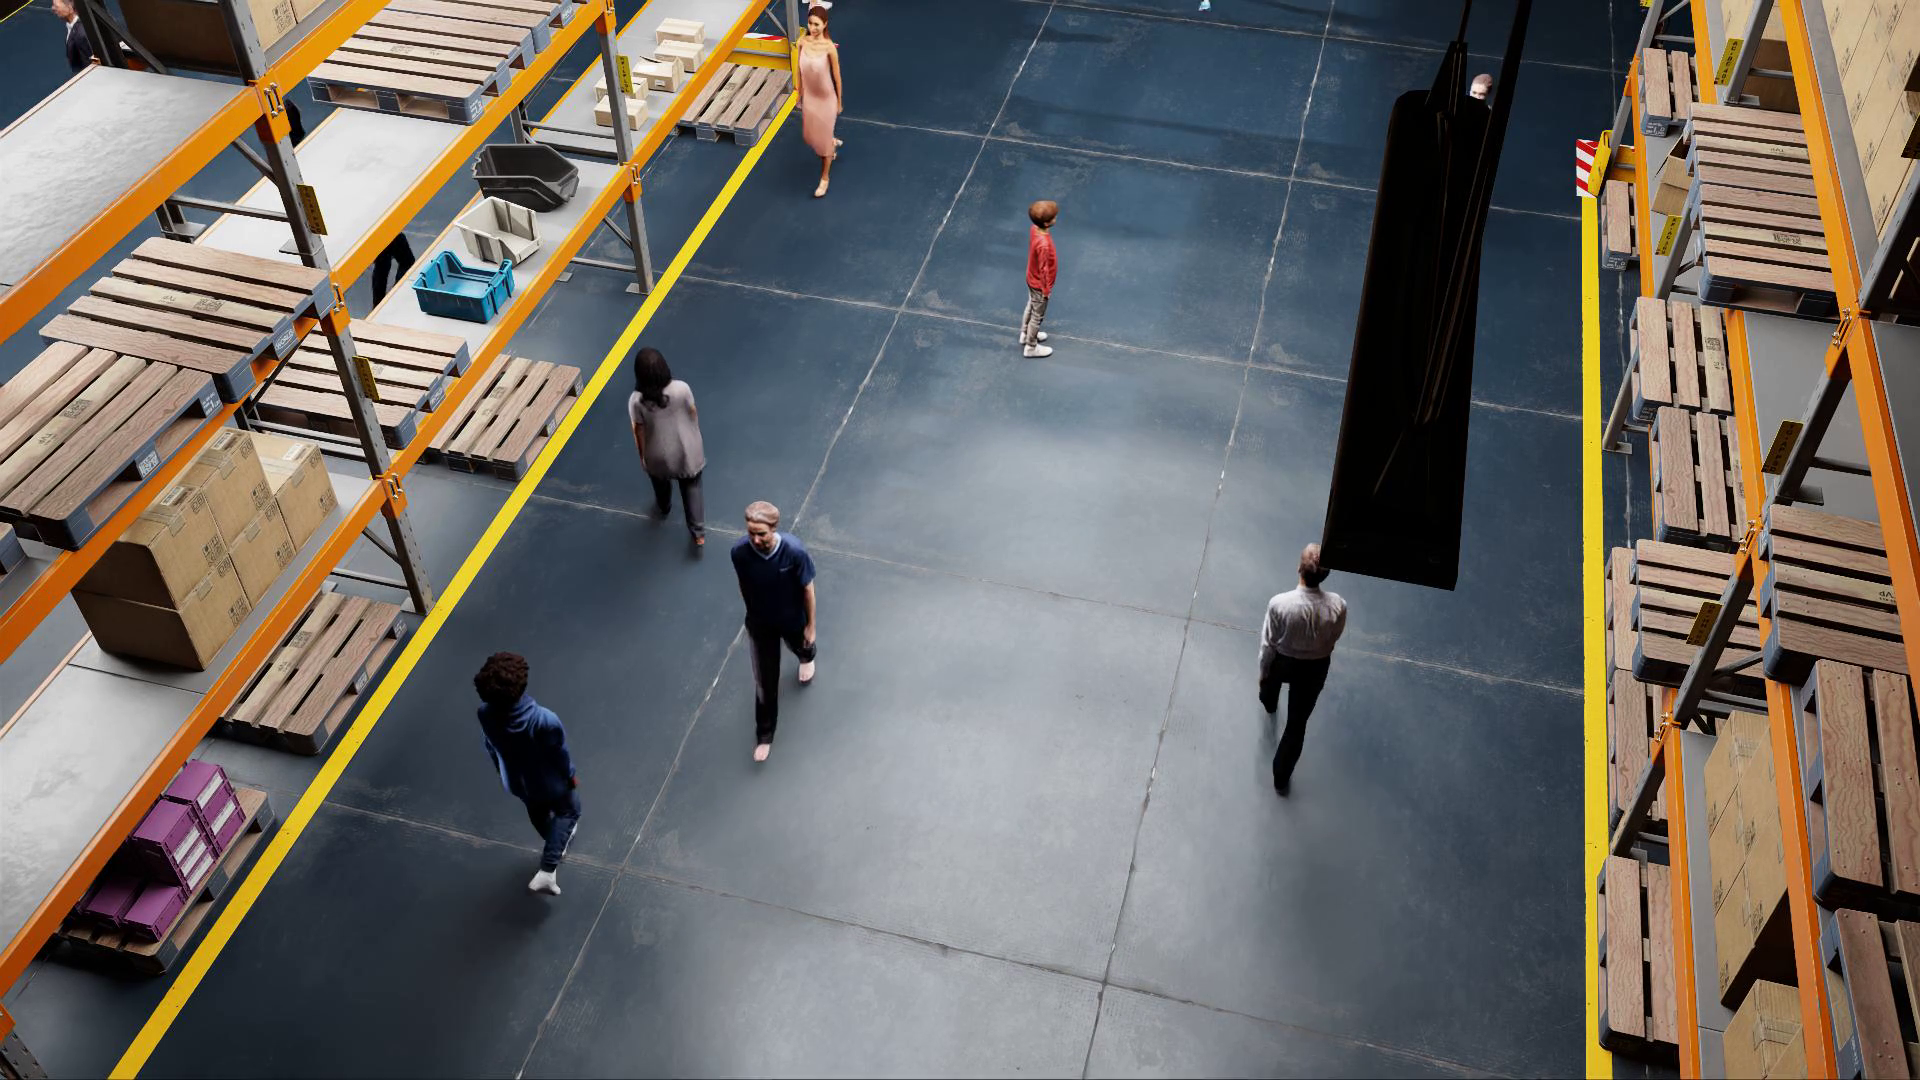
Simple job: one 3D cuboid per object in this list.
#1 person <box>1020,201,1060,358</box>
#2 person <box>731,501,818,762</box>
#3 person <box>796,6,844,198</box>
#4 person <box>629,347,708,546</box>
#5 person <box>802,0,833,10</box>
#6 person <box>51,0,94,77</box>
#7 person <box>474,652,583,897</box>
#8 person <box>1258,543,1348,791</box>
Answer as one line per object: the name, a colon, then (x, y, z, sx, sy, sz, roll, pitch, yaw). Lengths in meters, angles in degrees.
person: (0.635, -2.120, 13.453, 0.648, 1.413, 0.537, -7, 44, -7)
person: (-1.117, 0.419, 10.495, 0.857, 1.818, 1.281, 2, 44, 2)
person: (-1.237, -4.040, 15.173, 0.681, 1.820, 0.861, 17, 46, 17)
person: (-2.035, -0.645, 11.780, 0.918, 1.584, 1.104, -9, 44, -9)
person: (-1.629, -6.550, 17.944, 0.786, 1.632, 0.708, -18, 46, -18)
person: (-7.916, -4.249, 15.414, 1.172, 1.790, 1.131, -20, 47, -20)
person: (-2.454, 1.370, 9.513, 0.660, 1.794, 0.881, 10, 45, 11)
person: (2.057, 0.817, 10.108, 0.734, 1.774, 1.139, 6, 44, 6)
